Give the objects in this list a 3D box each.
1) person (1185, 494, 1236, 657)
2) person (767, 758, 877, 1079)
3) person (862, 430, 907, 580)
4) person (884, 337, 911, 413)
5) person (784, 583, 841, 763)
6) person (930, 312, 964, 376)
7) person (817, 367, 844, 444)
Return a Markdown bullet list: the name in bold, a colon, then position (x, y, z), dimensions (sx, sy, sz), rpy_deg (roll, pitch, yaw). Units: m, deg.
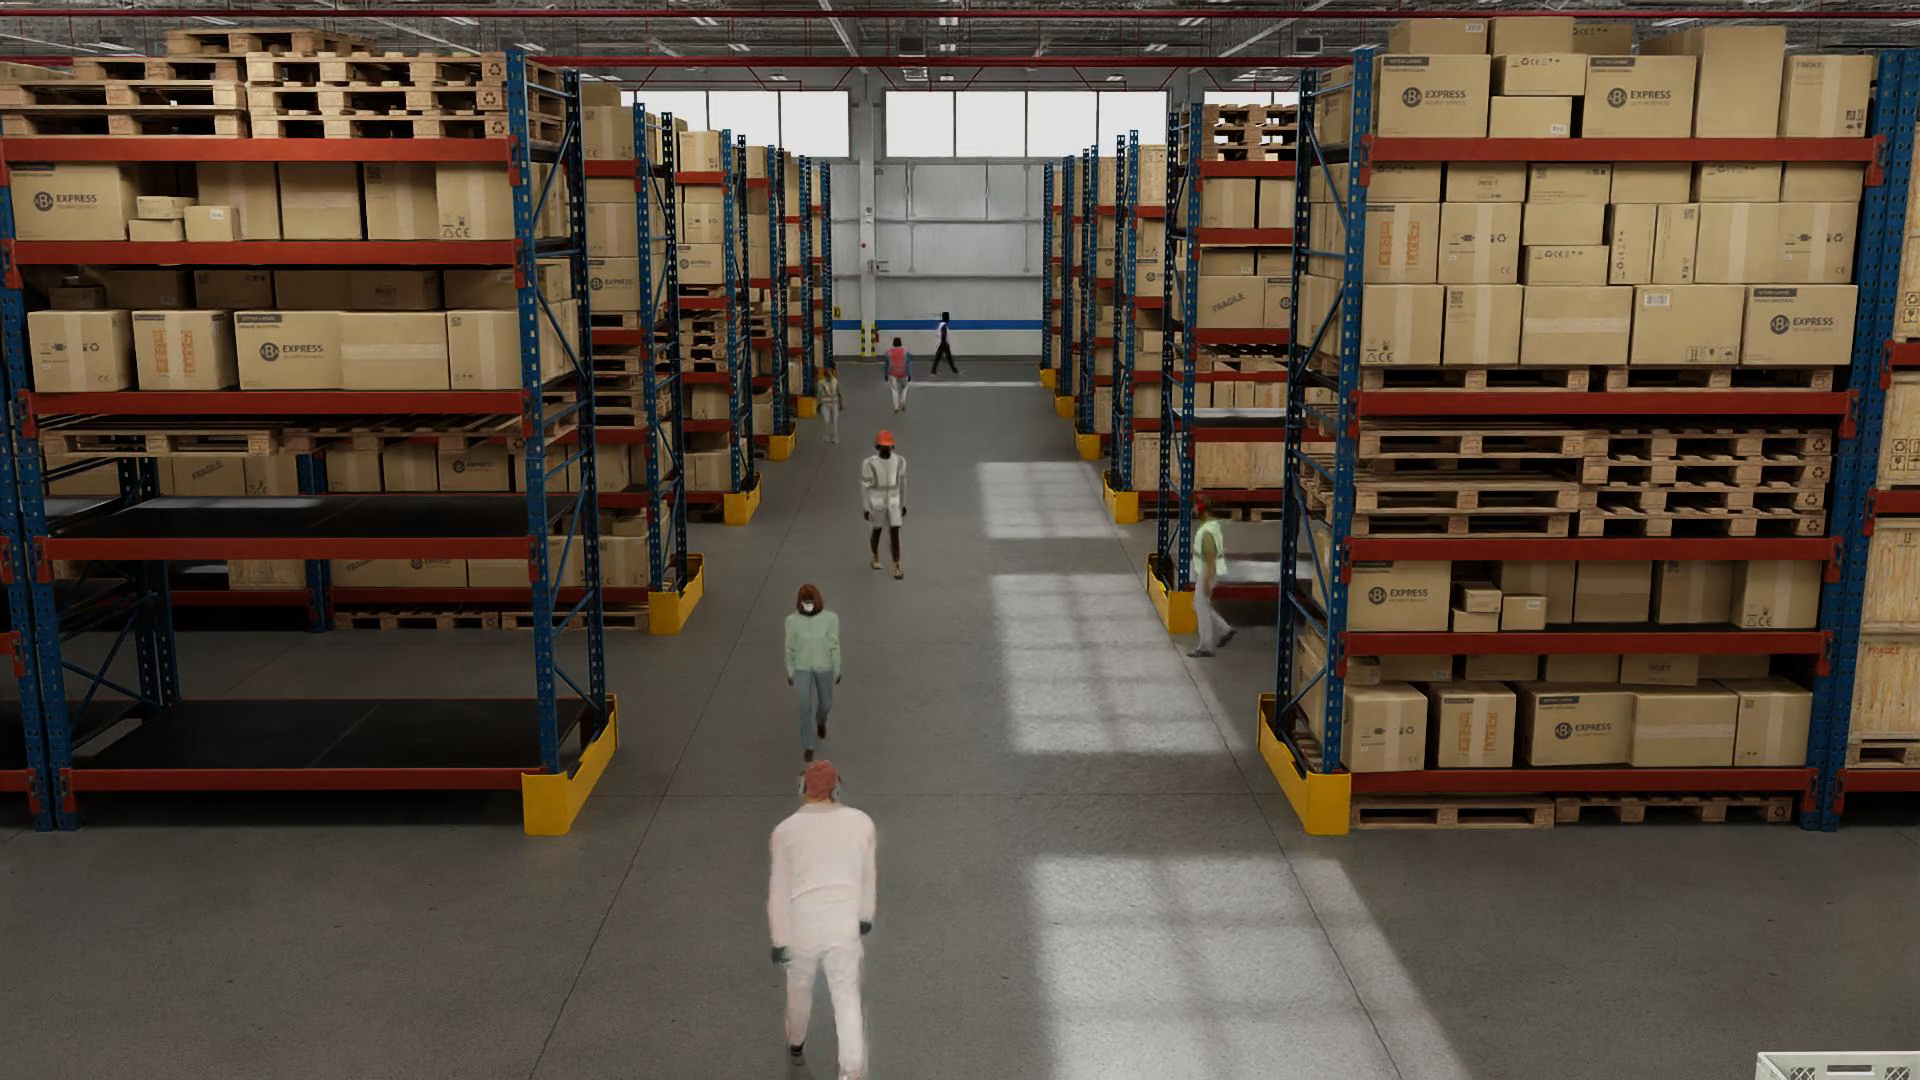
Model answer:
- **person**: position (2.765, 0.397, 18.364), dimensions (0.481, 1.822, 0.651), rpy_deg (2, 12, 10)
- **person**: position (-0.789, 2.180, 9.471), dimensions (0.675, 1.854, 1.013), rpy_deg (-4, 12, -18)
- **person**: position (-1.023, -0.508, 22.456), dimensions (0.631, 1.992, 1.064), rpy_deg (-3, 12, -14)
- **person**: position (-1.502, -3.996, 40.186), dimensions (0.661, 1.794, 0.935), rpy_deg (0, 11, 1)
- **person**: position (-1.337, 1.163, 15.085), dimensions (0.509, 1.613, 0.582), rpy_deg (-1, 11, -7)
- **person**: position (-0.421, -5.715, 48.560), dimensions (0.999, 1.863, 0.605), rpy_deg (-2, 12, -10)
- **person**: position (-2.704, -2.805, 34.715), dimensions (0.605, 1.620, 0.380), rpy_deg (-5, 13, -25)
